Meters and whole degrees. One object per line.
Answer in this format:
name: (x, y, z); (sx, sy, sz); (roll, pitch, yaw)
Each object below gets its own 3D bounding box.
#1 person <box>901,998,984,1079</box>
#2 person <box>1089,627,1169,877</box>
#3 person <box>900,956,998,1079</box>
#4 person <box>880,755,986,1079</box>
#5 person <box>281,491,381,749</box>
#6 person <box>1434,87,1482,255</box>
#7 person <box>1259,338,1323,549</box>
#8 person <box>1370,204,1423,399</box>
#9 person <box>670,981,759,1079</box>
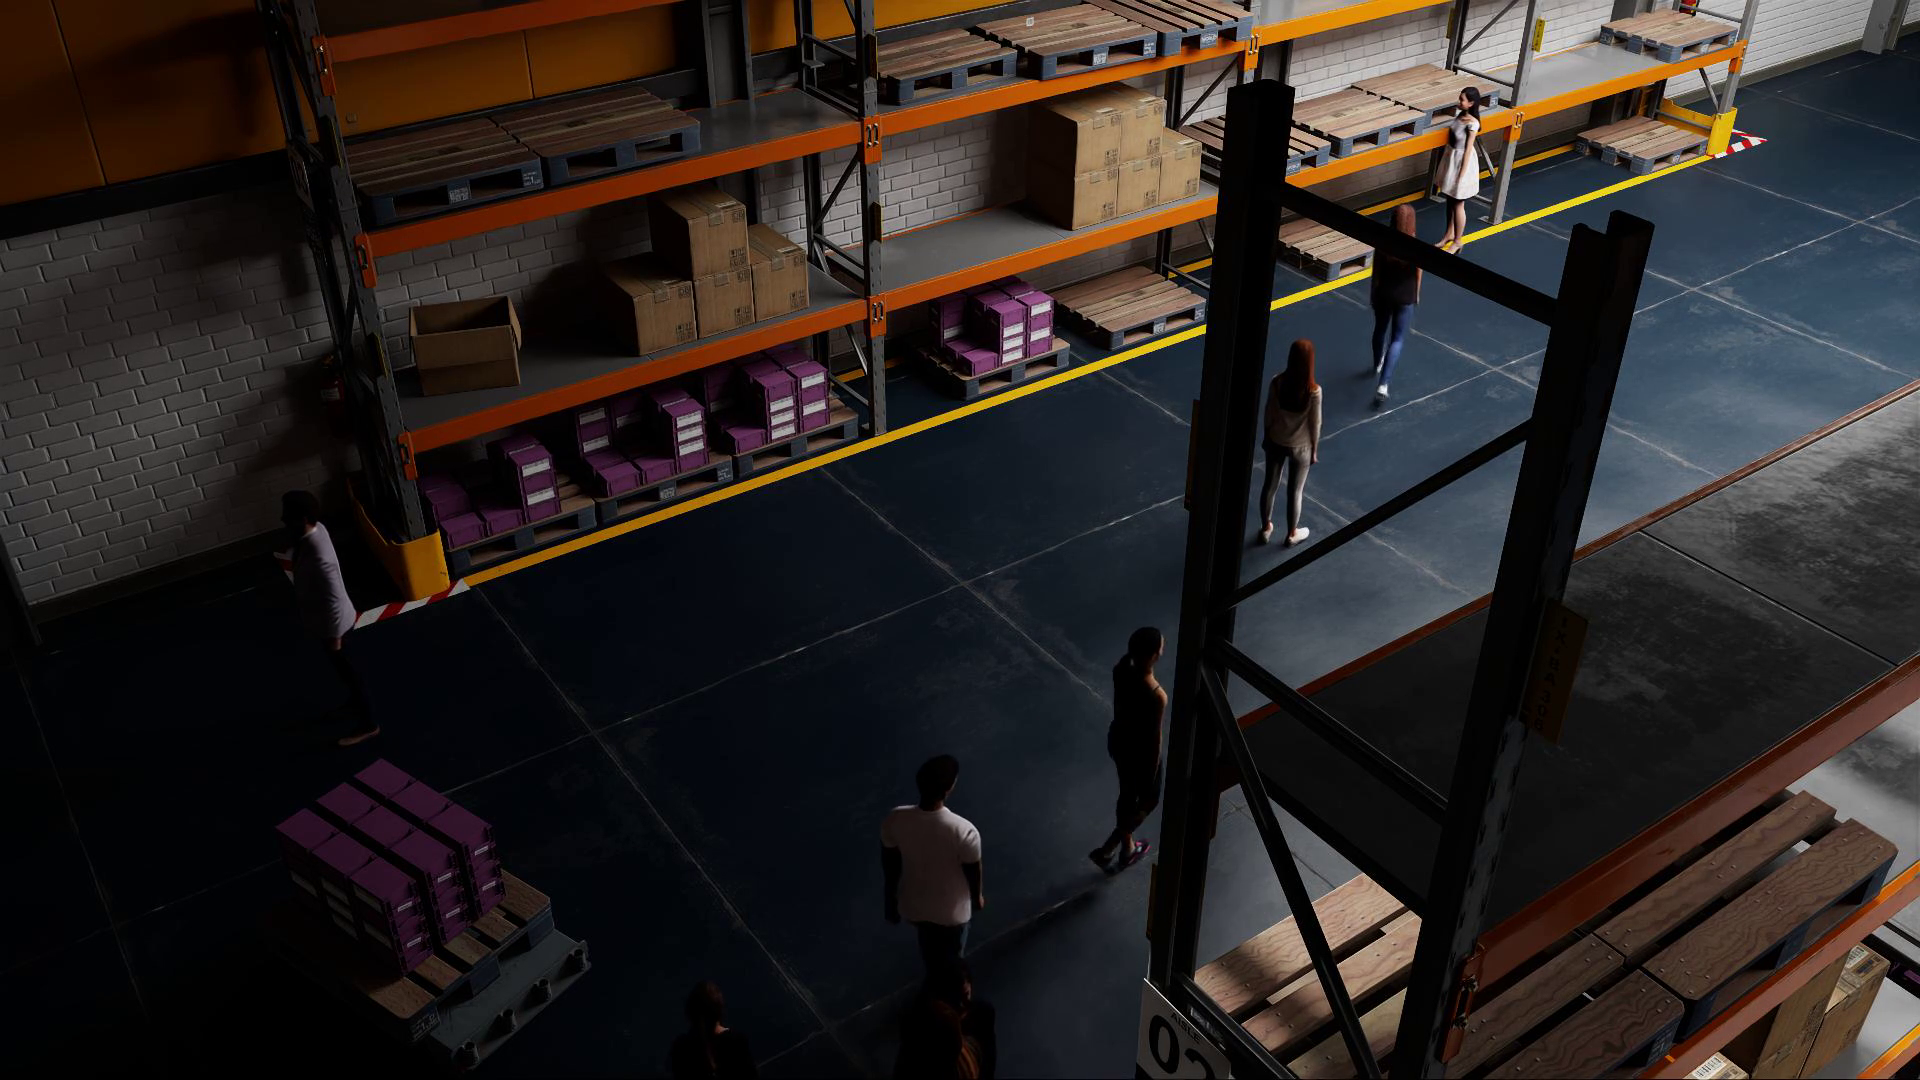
person: (-0.076, 2.672, 7.396); (0.696, 1.713, 0.522); (28, 42, 35)
person: (0.932, 1.261, 9.518); (0.796, 1.713, 0.610); (-26, 42, -33)
person: (-0.061, 2.507, 7.626); (0.558, 1.733, 0.719); (-10, 35, -14)
person: (-0.161, 1.921, 8.437); (1.084, 1.811, 1.332); (14, 36, 20)
person: (-4.001, 0.472, 10.580); (0.626, 1.853, 0.707); (-15, 37, -22)
person: (5.111, -3.780, 17.052); (0.801, 1.769, 0.776); (-2, 34, -4)
person: (2.475, -0.720, 12.500); (0.673, 1.712, 0.676); (18, 38, 25)
person: (3.784, -2.057, 14.534); (0.919, 1.686, 1.157); (16, 37, 23)
person: (-1.114, 2.636, 7.602); (0.670, 1.544, 0.730); (-1, 34, -1)
